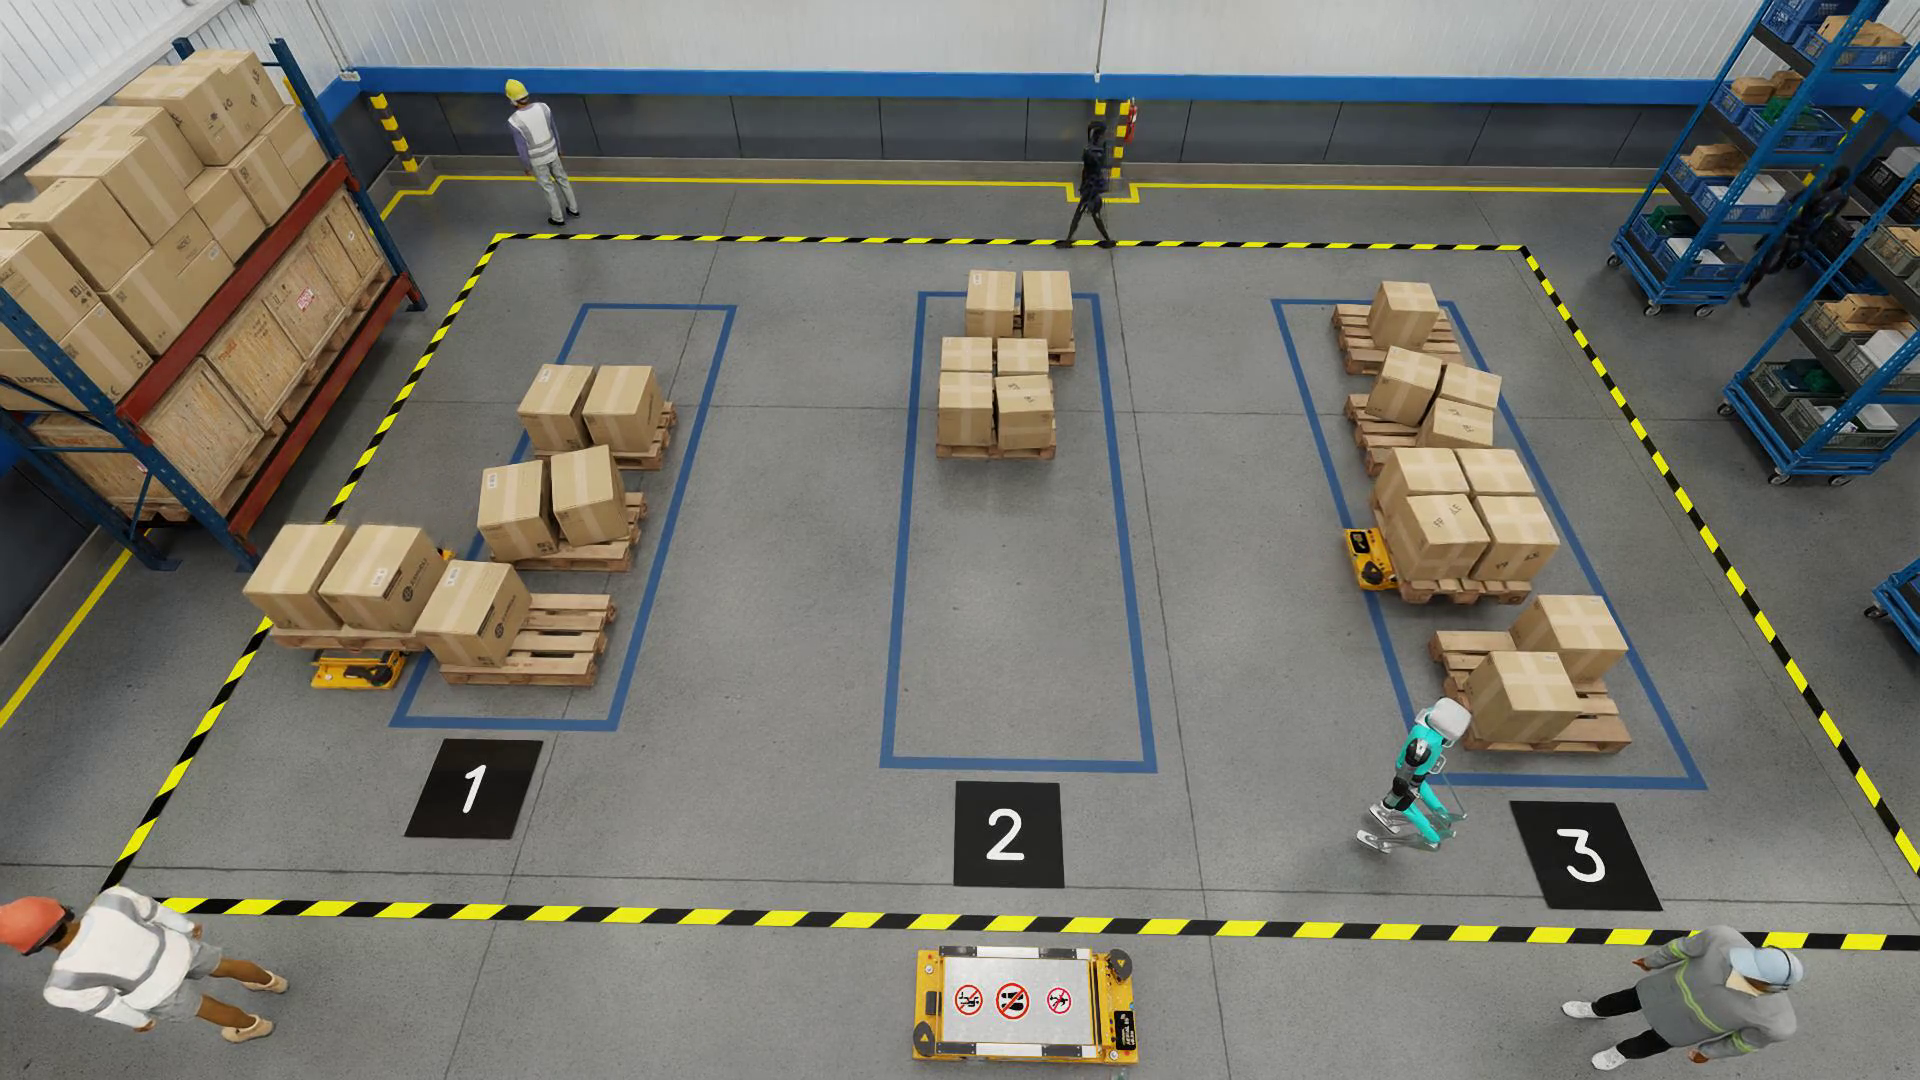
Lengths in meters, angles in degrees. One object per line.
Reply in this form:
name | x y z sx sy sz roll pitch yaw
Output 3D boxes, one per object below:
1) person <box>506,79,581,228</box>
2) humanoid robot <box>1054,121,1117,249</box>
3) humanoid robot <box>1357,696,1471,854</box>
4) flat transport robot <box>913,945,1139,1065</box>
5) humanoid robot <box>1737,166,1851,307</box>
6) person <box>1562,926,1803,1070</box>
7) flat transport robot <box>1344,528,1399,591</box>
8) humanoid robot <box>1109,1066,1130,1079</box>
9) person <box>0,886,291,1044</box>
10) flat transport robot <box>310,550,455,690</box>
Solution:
person | -5.198 -4.781 11.373 0.404 1.834 0.585 27 56 21
humanoid robot | 1.607 -4.221 11.059 0.791 1.636 0.589 -7 51 -6
humanoid robot | 3.143 1.682 6.078 0.735 1.681 0.533 35 59 25
flat transport robot | 0.422 3.041 6.007 1.431 0.231 0.659 1 51 1
humanoid robot | 9.465 -3.508 10.446 0.593 1.632 0.615 11 52 9
person | 4.156 2.678 5.281 0.388 1.849 0.597 -7 51 -6
flat transport robot | 4.321 0.149 8.346 1.431 0.197 0.652 1 51 1
humanoid robot | 0.824 3.161 4.982 0.541 1.804 0.770 -5 51 -4
person | -4.674 2.499 5.308 0.393 2.038 0.609 0 51 0
flat transport robot | -5.008 0.629 7.955 0.652 0.197 1.431 1 51 1
